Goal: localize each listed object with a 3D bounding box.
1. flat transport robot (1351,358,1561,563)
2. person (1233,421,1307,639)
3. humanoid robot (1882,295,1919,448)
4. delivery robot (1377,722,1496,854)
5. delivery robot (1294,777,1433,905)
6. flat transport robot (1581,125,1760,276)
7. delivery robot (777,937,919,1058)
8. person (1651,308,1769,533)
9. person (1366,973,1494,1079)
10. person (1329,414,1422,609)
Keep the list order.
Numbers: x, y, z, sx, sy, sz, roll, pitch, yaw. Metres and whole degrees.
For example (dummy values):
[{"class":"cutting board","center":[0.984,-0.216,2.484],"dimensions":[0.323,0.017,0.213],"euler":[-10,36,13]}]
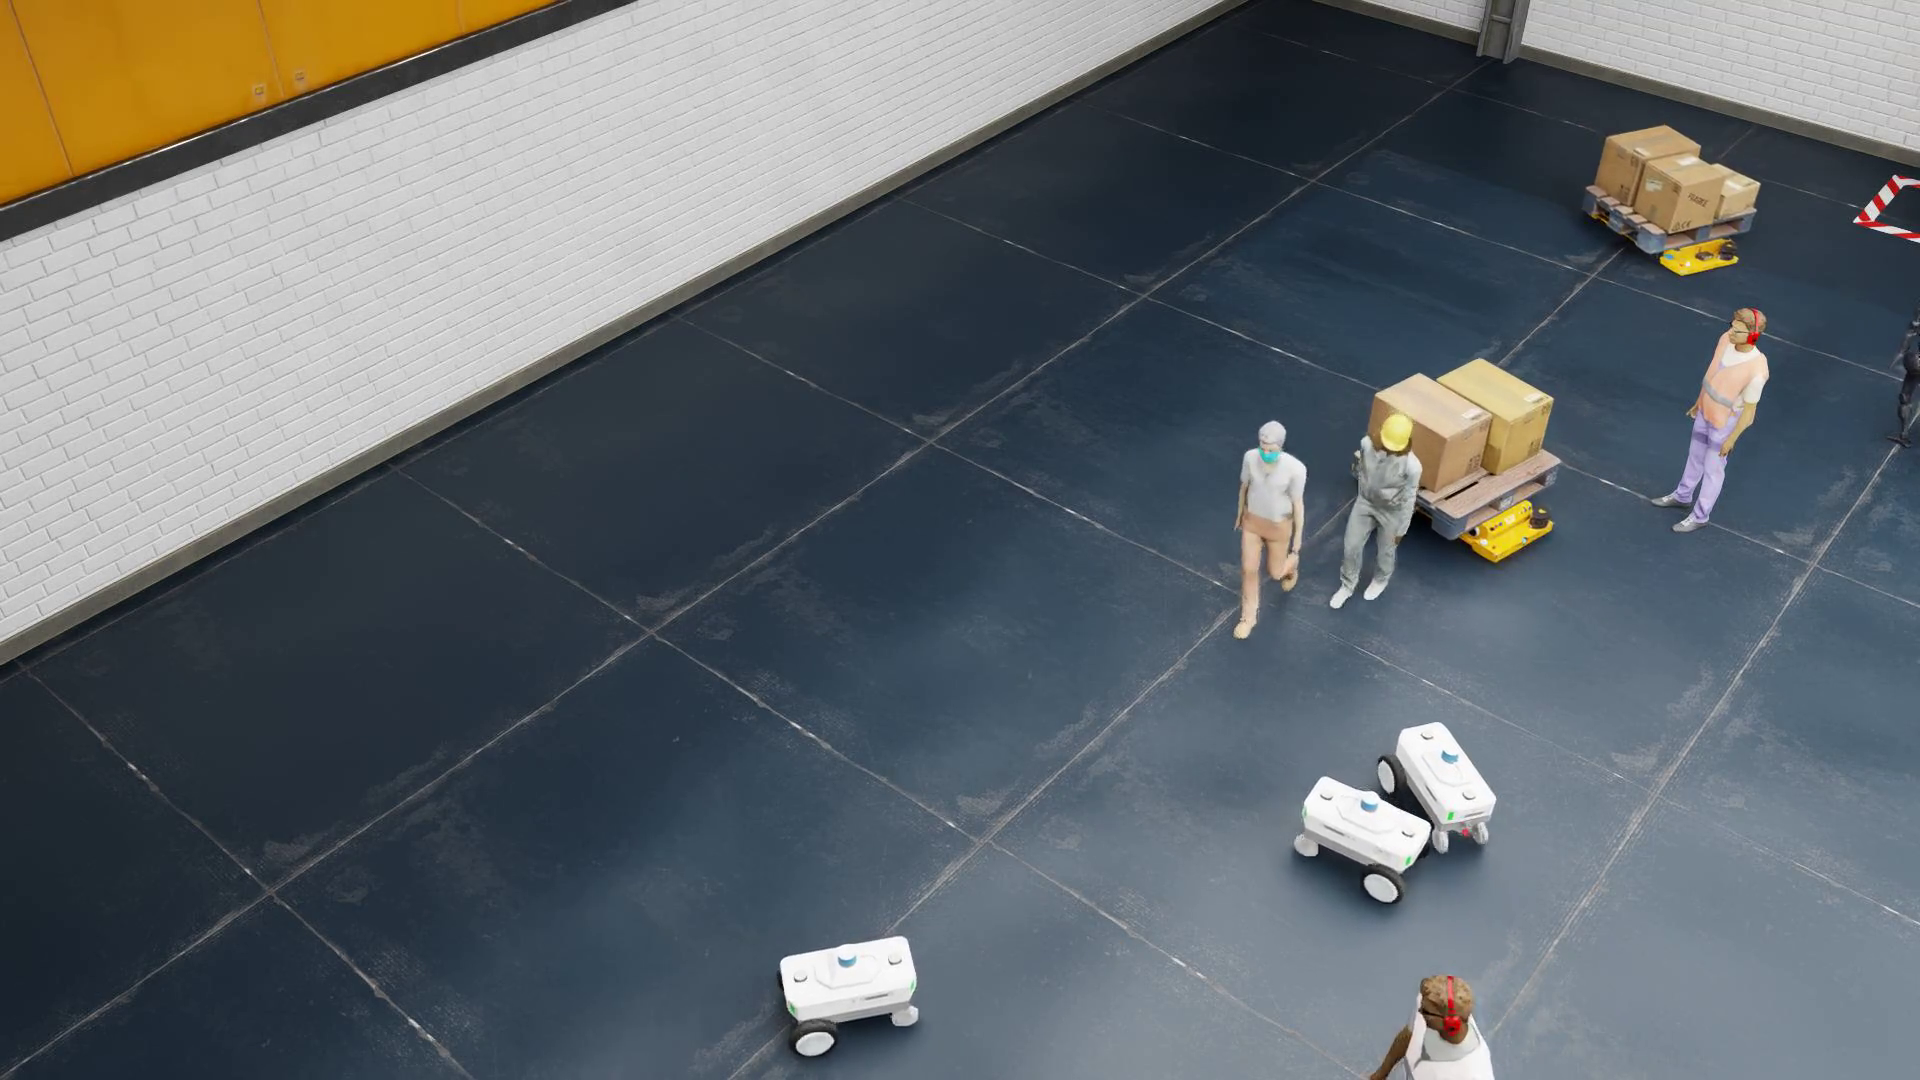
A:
[{"class":"flat transport robot","center":[3.761,-0.370,12.745],"dimensions":[0.659,0.231,1.431],"euler":[-25,45,-27]},{"class":"person","center":[2.134,-0.144,11.313],"dimensions":[0.506,1.714,0.671],"euler":[21,43,24]},{"class":"humanoid robot","center":[7.626,-1.481,13.014],"dimensions":[0.589,1.640,0.399],"euler":[-8,40,-10]},{"class":"delivery robot","center":[2.958,1.480,10.230],"dimensions":[0.499,0.606,0.794],"euler":[-10,40,-12]},{"class":"delivery robot","center":[2.416,1.747,9.899],"dimensions":[0.807,0.606,0.499],"euler":[23,44,26]},{"class":"flat transport robot","center":[6.738,-2.996,16.005],"dimensions":[0.659,0.231,1.431],"euler":[-14,41,-17]},{"class":"delivery robot","center":[-0.637,2.437,9.049],"dimensions":[0.791,0.614,0.499],"euler":[-8,40,-10]},{"class":"person","center":[5.536,-0.876,12.117],"dimensions":[0.391,1.846,0.562],"euler":[-5,39,-6]},{"class":"person","center":[2.143,2.664,7.753],"dimensions":[0.673,1.810,0.575],"euler":[-4,39,-5]},{"class":"person","center":[2.888,-0.206,11.394],"dimensions":[0.499,1.700,0.645],"euler":[28,47,30]}]
